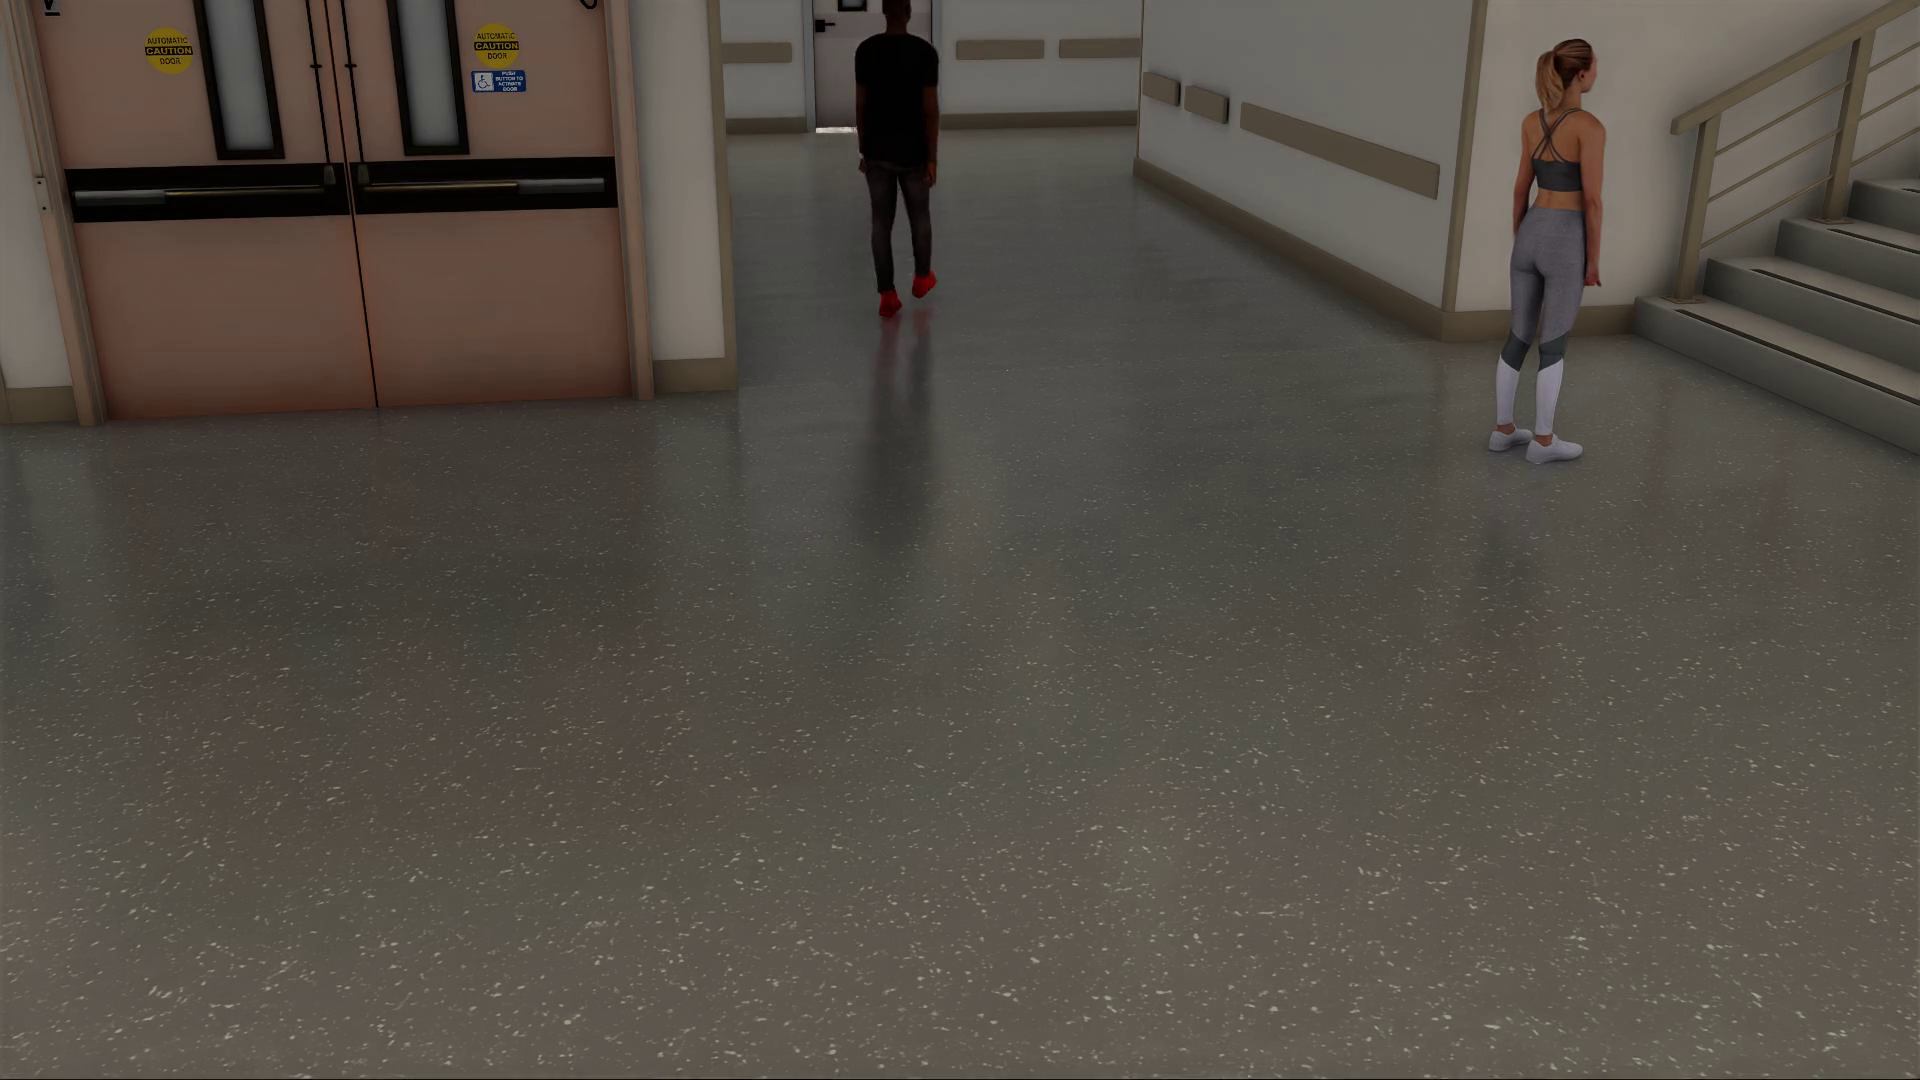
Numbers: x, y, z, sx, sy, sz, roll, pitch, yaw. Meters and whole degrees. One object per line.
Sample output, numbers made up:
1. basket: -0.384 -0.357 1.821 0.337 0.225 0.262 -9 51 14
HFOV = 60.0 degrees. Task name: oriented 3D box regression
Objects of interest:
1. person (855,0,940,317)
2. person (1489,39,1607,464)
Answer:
1. person: -0.378 -2.124 9.224 0.995 1.780 0.879 2 21 5
2. person: 2.419 -1.176 6.828 0.655 1.704 0.647 -12 24 -29
